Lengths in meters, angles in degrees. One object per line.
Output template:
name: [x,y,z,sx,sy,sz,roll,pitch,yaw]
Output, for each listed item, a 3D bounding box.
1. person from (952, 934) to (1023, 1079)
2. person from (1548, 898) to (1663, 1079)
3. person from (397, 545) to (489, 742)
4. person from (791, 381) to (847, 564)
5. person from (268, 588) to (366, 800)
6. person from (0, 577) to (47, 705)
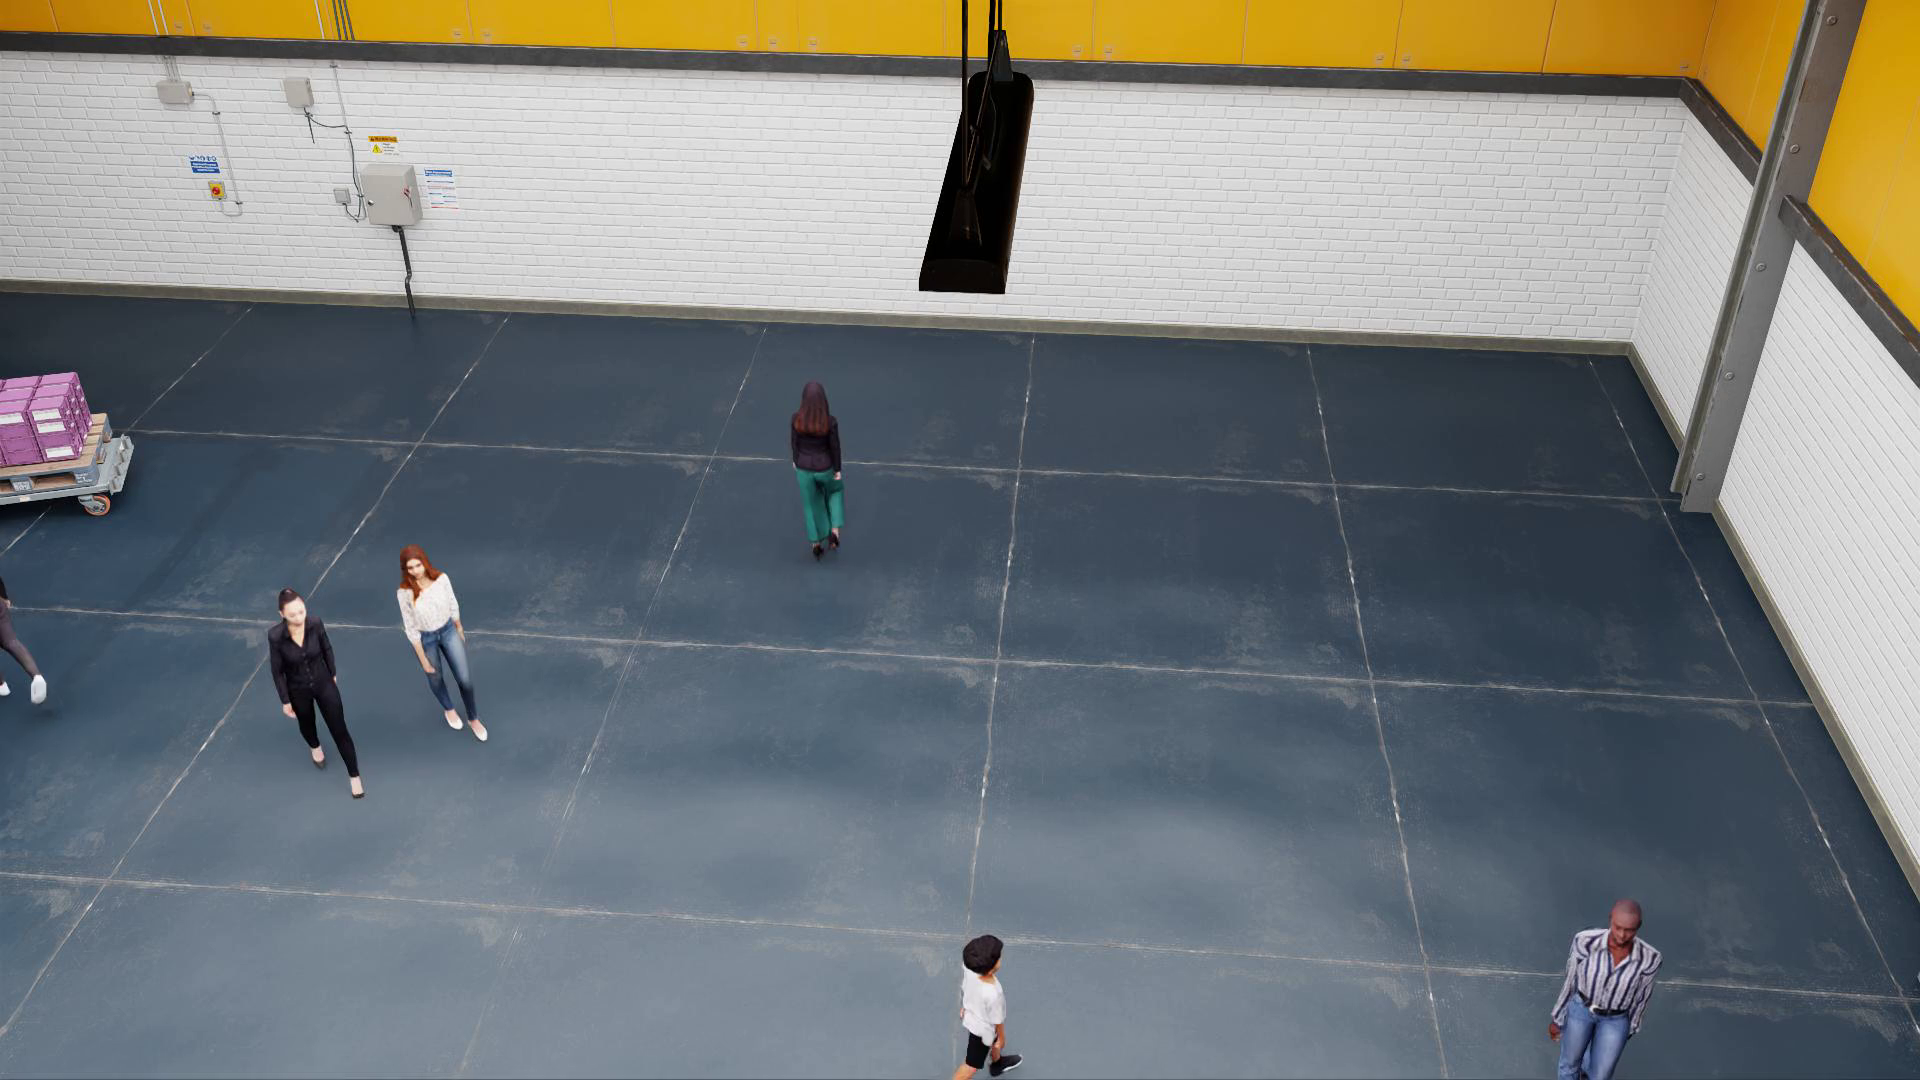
person: [0.080,2.809,9.661,0.856,1.246,0.871,-18,37,-24]
person: [3.598,2.648,9.418,0.747,1.782,0.811,13,36,19]
person: [-3.949,0.702,12.408,0.795,1.713,0.876,-19,38,-26]
person: [-1.238,-0.538,14.260,0.604,1.728,0.674,2,34,3]
person: [-4.693,1.054,11.923,0.995,1.663,1.109,-20,39,-27]
person: [-7.413,0.589,12.660,0.987,1.622,1.052,19,38,26]
